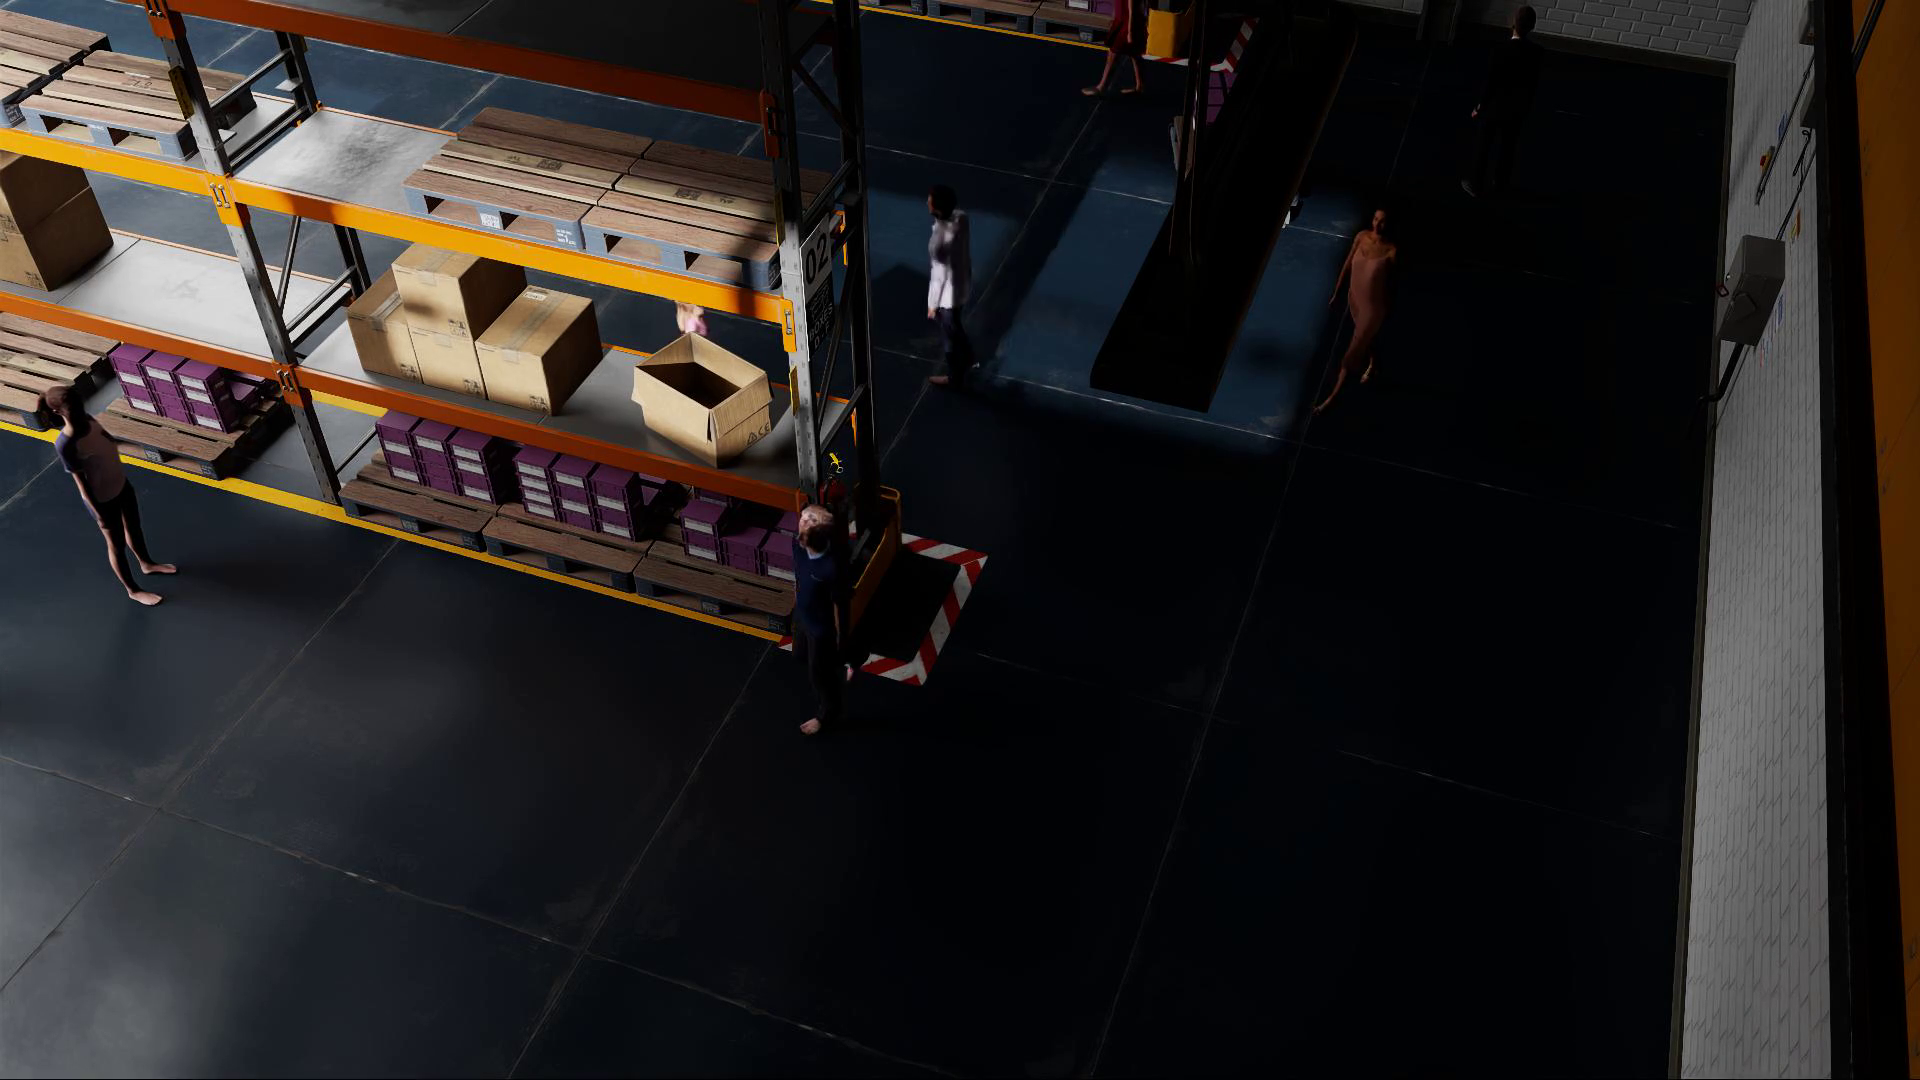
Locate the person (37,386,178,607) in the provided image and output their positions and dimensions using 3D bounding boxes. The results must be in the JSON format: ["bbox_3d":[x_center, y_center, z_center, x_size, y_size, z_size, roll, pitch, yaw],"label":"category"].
[{"bbox_3d":[-5.777,-0.330,11.250,0.657,1.768,0.642,2,44,2],"label":"person"}]

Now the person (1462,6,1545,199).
[{"bbox_3d":[4.913,-3.941,15.006,0.667,1.815,0.824,0,44,0],"label":"person"}]

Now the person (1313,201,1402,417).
[{"bbox_3d":[3.193,-1.844,12.828,1.039,1.782,1.128,-28,50,-27],"label":"person"}]

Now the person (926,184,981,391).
[{"bbox_3d":[0.008,-1.919,12.867,0.633,1.838,0.701,15,46,15],"label":"person"}]

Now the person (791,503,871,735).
[{"bbox_3d":[-0.796,0.442,10.374,0.964,1.859,0.930,-26,49,-25],"label":"person"}]

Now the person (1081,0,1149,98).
[{"bbox_3d":[1.738,-5.083,16.414,0.953,1.526,0.709,4,44,4],"label":"person"}]
